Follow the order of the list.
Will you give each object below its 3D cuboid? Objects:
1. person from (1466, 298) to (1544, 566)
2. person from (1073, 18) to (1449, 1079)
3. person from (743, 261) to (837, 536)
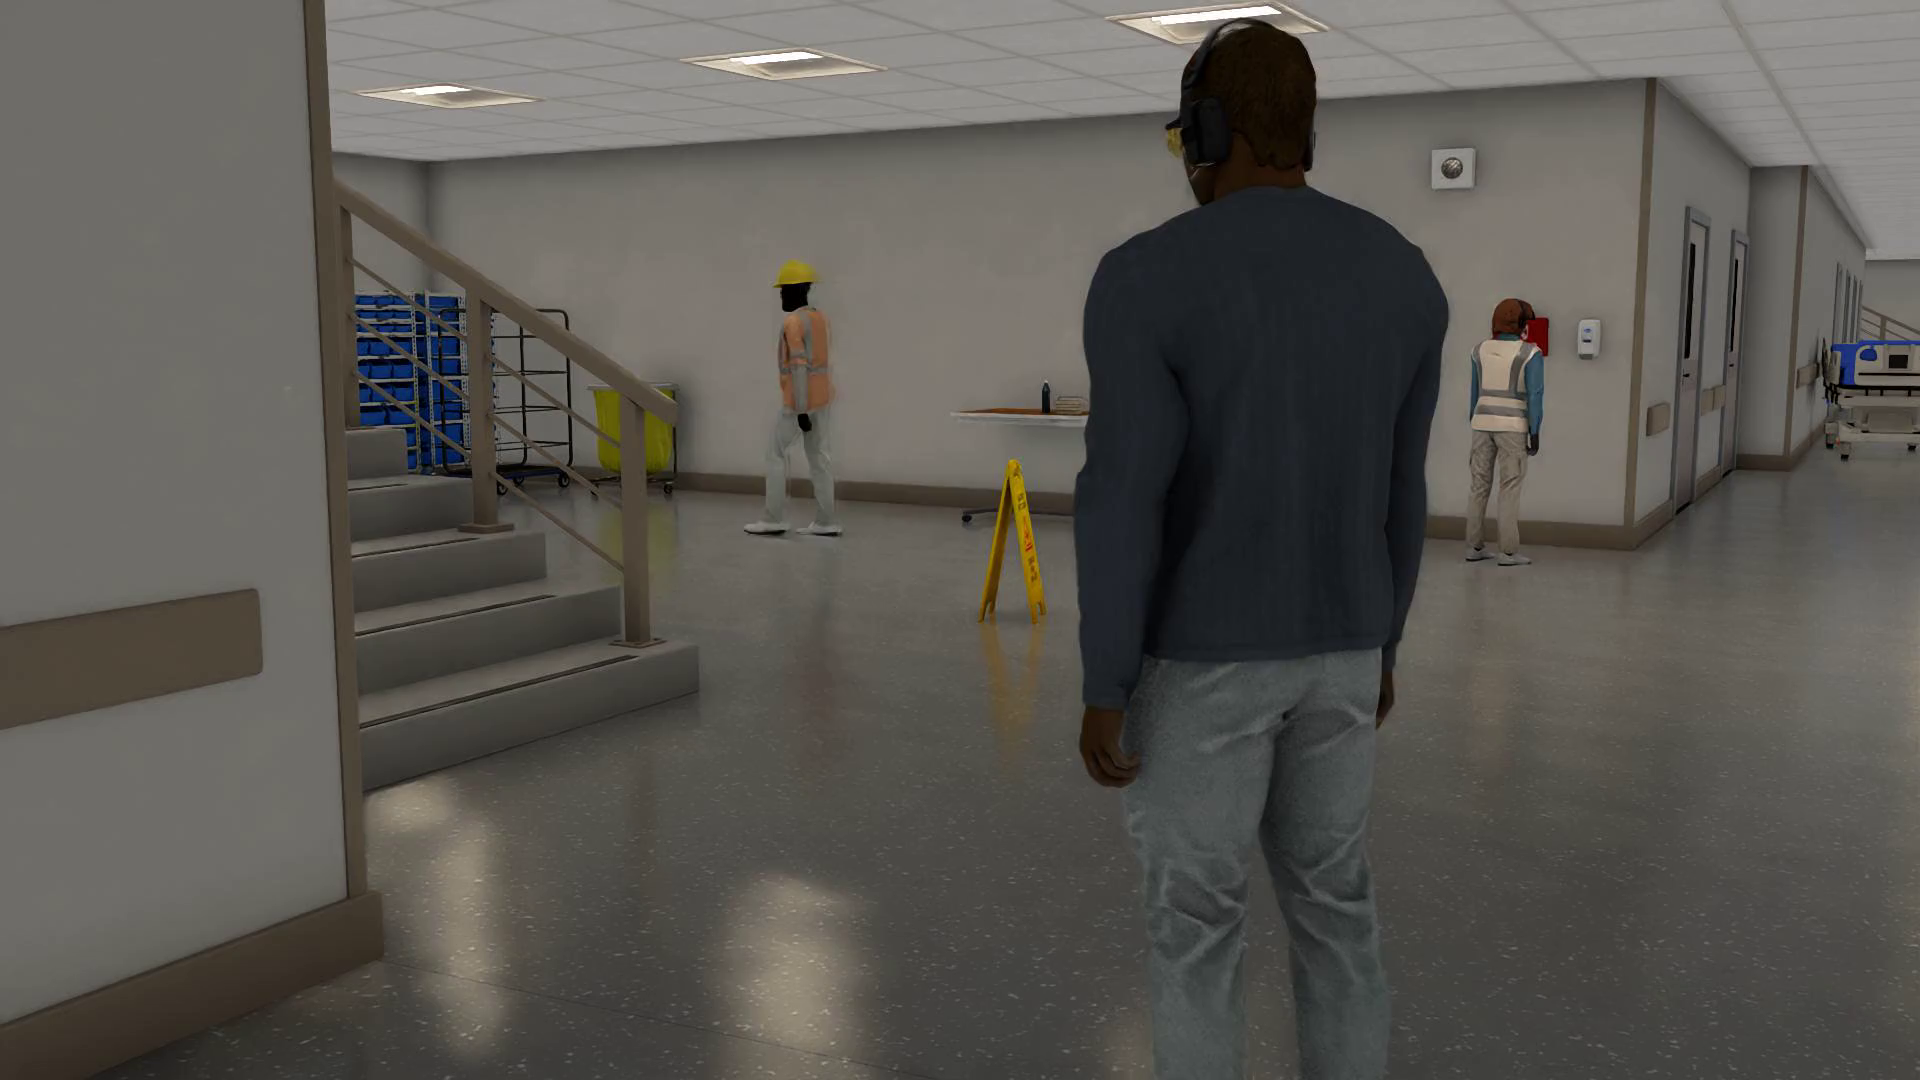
[{"bbox_3d":[3.327,-0.657,10.181,0.318,1.629,0.509,-6,9,-37],"label":"person"},{"bbox_3d":[0.452,0.185,2.564,0.629,1.932,0.375,-4,8,-25],"label":"person"},{"bbox_3d":[-1.192,-0.974,11.555,0.765,1.901,0.599,3,8,21],"label":"person"}]
